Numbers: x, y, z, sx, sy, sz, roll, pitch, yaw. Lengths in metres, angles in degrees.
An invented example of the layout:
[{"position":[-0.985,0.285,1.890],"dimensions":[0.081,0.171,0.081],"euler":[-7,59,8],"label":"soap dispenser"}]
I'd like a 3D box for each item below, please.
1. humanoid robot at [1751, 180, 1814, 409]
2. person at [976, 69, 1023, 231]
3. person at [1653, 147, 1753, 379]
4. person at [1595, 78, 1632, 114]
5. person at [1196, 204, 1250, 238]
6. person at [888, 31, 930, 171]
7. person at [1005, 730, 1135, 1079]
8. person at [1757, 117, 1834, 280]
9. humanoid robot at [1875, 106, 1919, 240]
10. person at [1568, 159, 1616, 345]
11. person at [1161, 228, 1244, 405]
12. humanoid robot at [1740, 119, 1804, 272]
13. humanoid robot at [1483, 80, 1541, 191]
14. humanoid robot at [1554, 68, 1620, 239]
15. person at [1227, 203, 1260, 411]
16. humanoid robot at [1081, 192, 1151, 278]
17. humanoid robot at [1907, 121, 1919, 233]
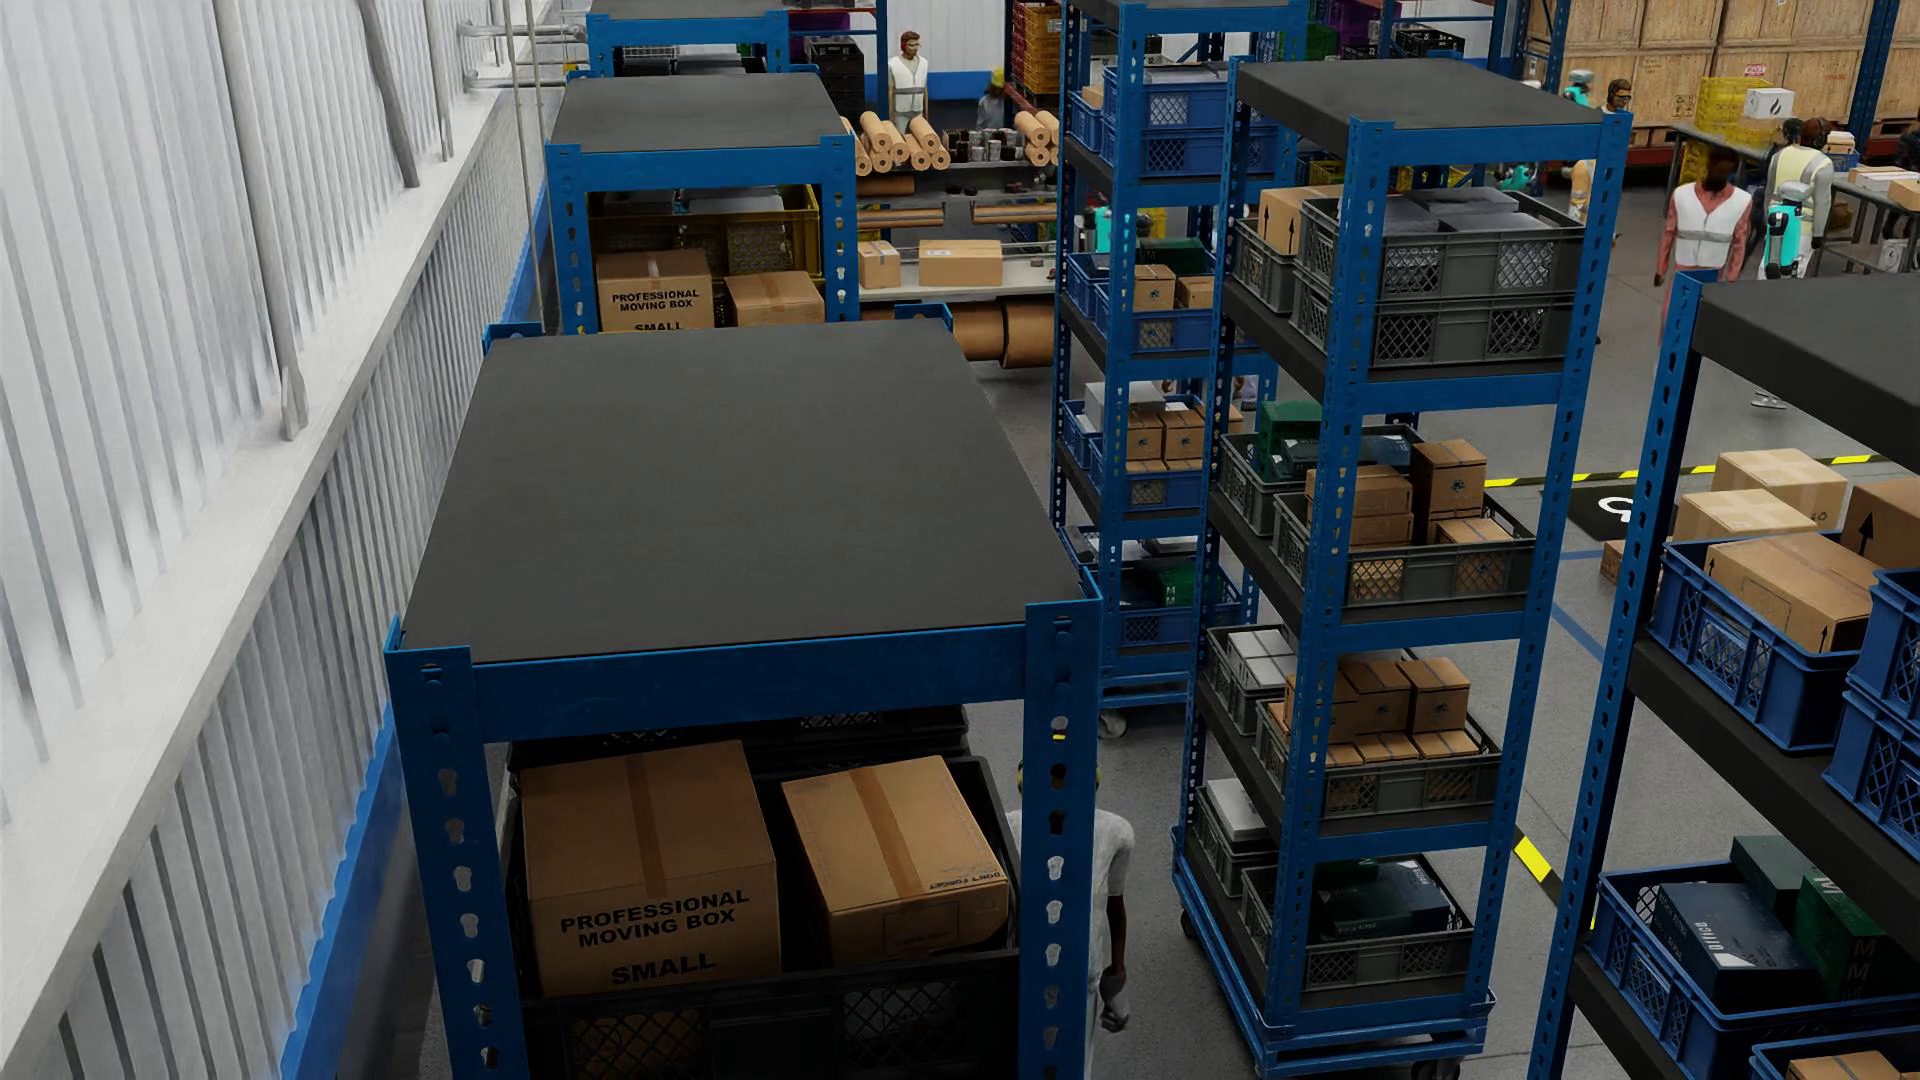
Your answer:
[{"position":[6.217,-1.773,12.234],"dimensions":[0.735,1.677,0.533],"euler":[17,30,33],"label":"humanoid robot"},{"position":[0.420,-4.161,17.650],"dimensions":[0.549,1.665,0.955],"euler":[7,26,15],"label":"person"},{"position":[5.728,-2.094,12.904],"dimensions":[0.614,1.896,0.471],"euler":[10,27,21],"label":"person"},{"position":[6.232,-3.562,16.182],"dimensions":[0.500,1.831,0.365],"euler":[-9,26,-19],"label":"person"},{"position":[2.153,-2.287,13.187],"dimensions":[0.656,2.016,0.452],"euler":[-9,26,-19],"label":"person"},{"position":[-0.605,-4.882,19.040],"dimensions":[0.566,1.836,0.383],"euler":[-16,29,-31],"label":"person"},{"position":[0.293,1.426,5.283],"dimensions":[0.509,1.872,0.329],"euler":[-2,25,-5],"label":"person"},{"position":[7.158,-2.687,14.256],"dimensions":[0.431,1.845,0.620],"euler":[-9,26,-19],"label":"person"},{"position":[9.142,-3.339,15.859],"dimensions":[0.600,1.645,0.489],"euler":[-4,25,-9],"label":"humanoid robot"},{"position":[5.278,-2.559,13.865],"dimensions":[0.544,1.938,0.361],"euler":[-14,28,-27],"label":"person"},{"position":[1.589,-1.114,10.833],"dimensions":[0.589,1.847,0.407],"euler":[-3,25,-7],"label":"person"},{"position":[7.448,-3.048,15.254],"dimensions":[0.585,1.637,0.604],"euler":[10,27,21],"label":"humanoid robot"},{"position":[5.435,-3.716,16.724],"dimensions":[0.538,1.873,0.777],"euler":[-9,26,-19],"label":"humanoid robot"},{"position":[6.544,-3.884,17.023],"dimensions":[0.979,1.779,0.542],"euler":[18,30,33],"label":"humanoid robot"},{"position":[2.203,-1.849,12.527],"dimensions":[0.320,1.765,0.534],"euler":[-14,28,-28],"label":"person"},{"position":[1.267,-1.818,12.579],"dimensions":[0.541,1.848,0.769],"euler":[13,28,27],"label":"humanoid robot"},{"position":[9.865,-3.657,16.559],"dimensions":[0.550,1.823,0.880],"euler":[-4,25,-8],"label":"humanoid robot"}]
